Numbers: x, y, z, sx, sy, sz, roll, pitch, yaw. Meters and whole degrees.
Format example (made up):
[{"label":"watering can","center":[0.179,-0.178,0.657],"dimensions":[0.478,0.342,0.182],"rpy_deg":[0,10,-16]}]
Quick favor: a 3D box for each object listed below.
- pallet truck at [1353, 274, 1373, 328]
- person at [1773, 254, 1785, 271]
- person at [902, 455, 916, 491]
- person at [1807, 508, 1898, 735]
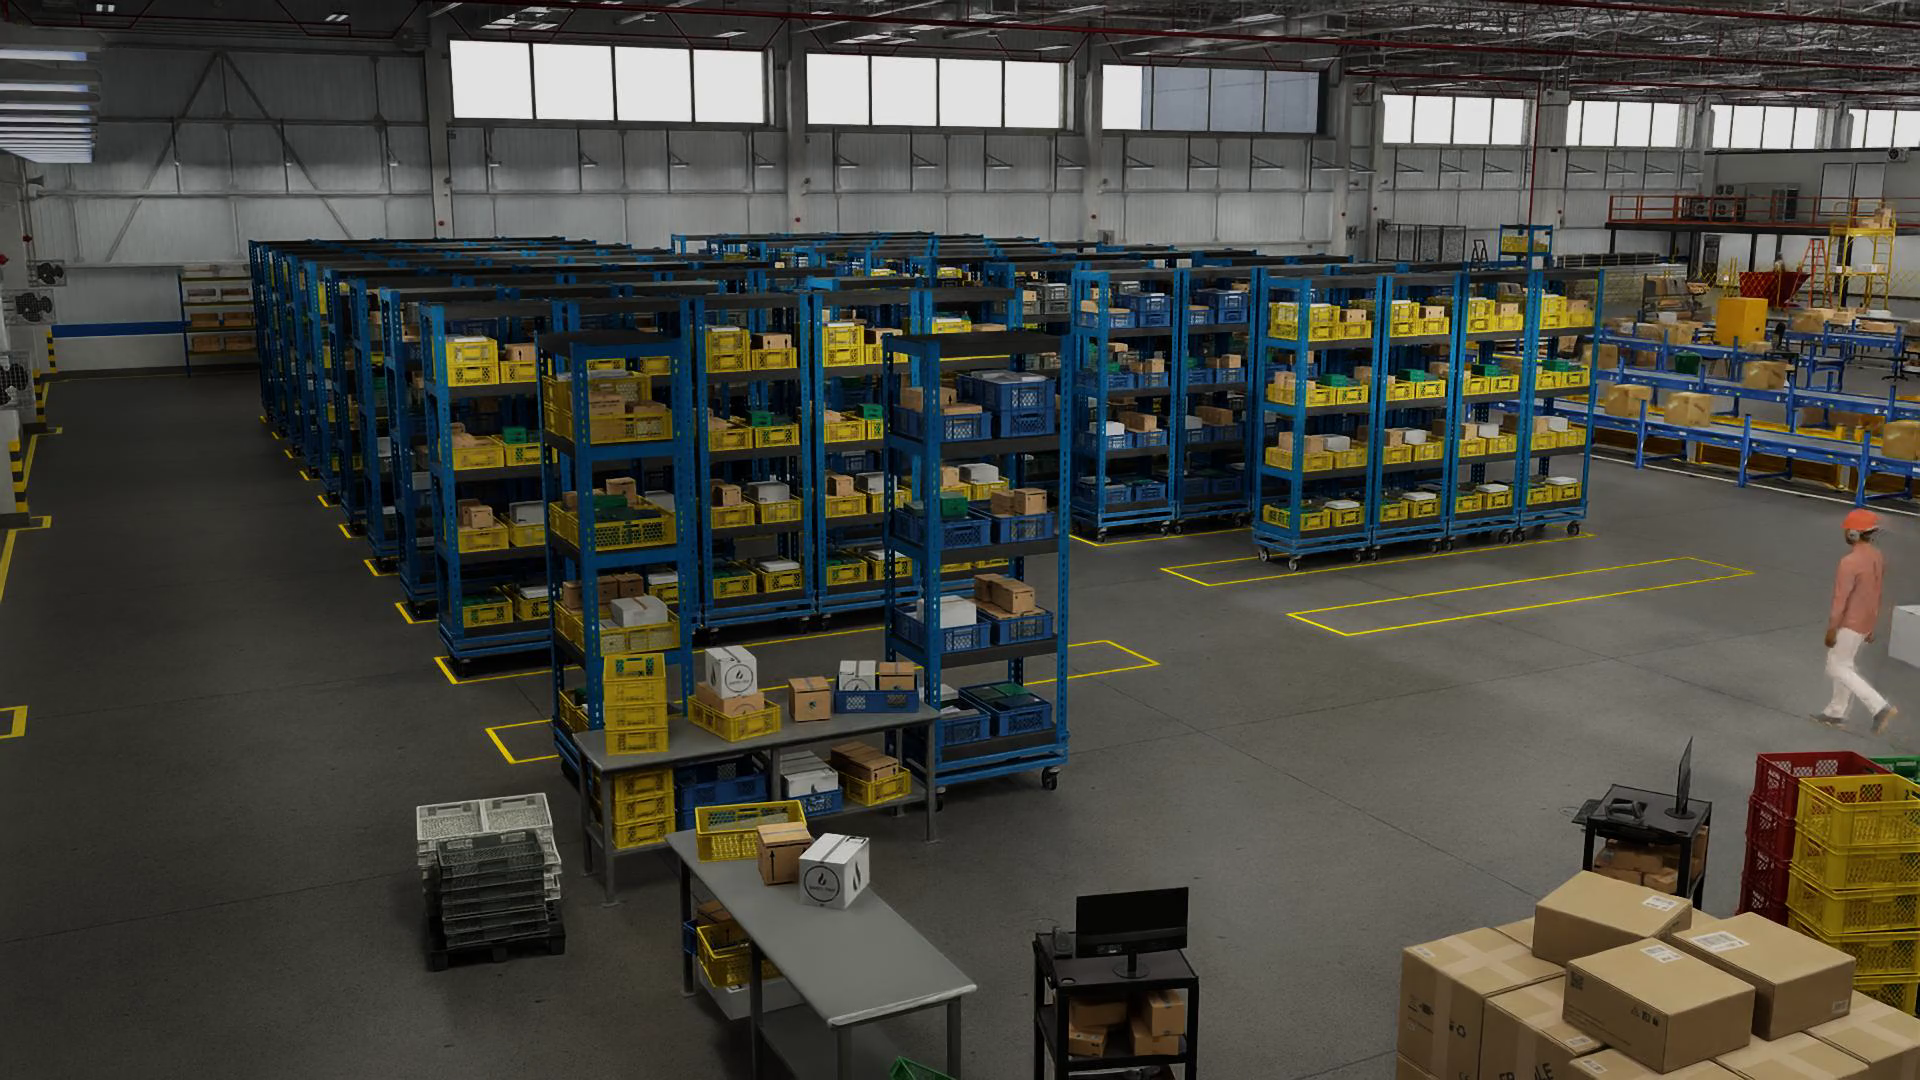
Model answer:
[{"label":"pallet truck","center":[13.011,-8.050,55.243],"dimensions":[0.823,1.965,1.885],"rpy_deg":[-7,14,-28]},{"label":"person","center":[34.619,-11.184,70.412],"dimensions":[0.496,1.783,0.988],"rpy_deg":[-6,13,-25]},{"label":"person","center":[-0.715,-0.926,22.401],"dimensions":[0.623,1.790,0.873],"rpy_deg":[-6,13,-26]},{"label":"person","center":[7.739,0.717,14.274],"dimensions":[0.619,1.977,0.710],"rpy_deg":[-9,15,-36]}]
